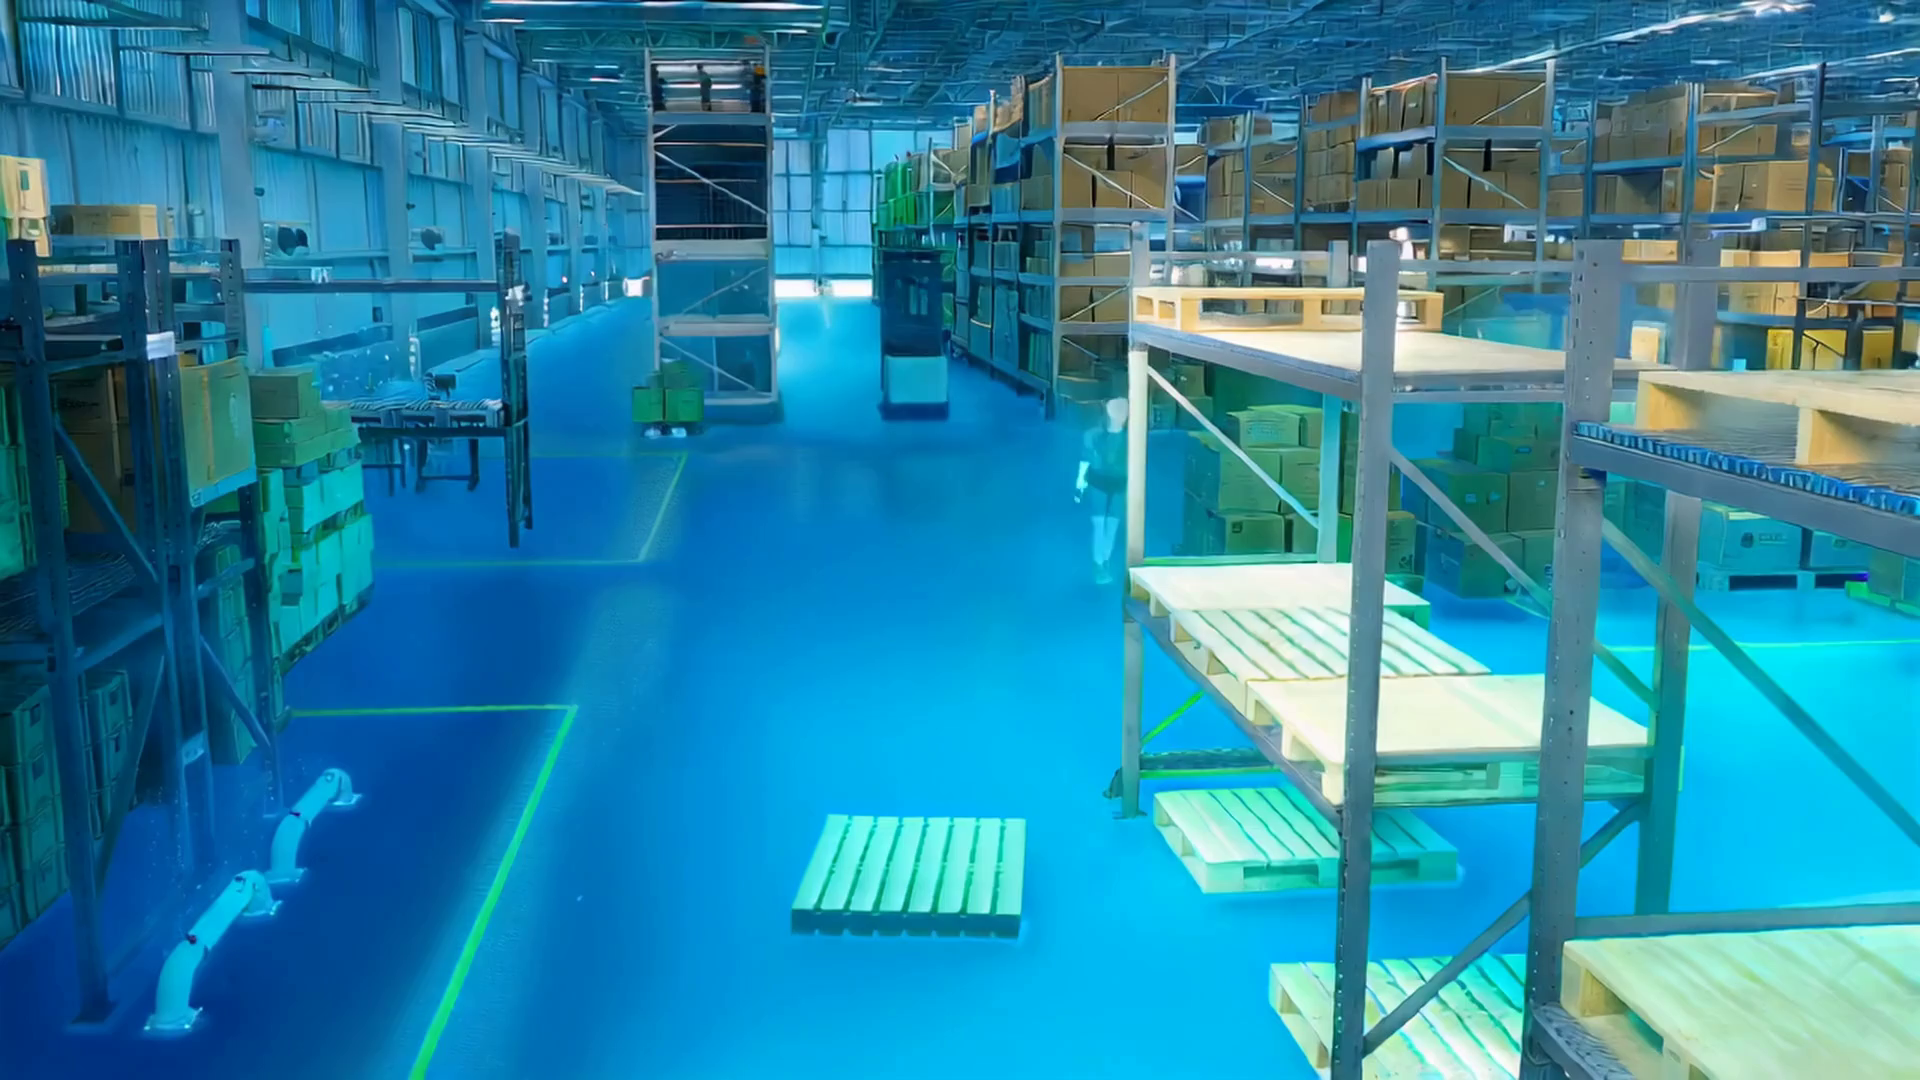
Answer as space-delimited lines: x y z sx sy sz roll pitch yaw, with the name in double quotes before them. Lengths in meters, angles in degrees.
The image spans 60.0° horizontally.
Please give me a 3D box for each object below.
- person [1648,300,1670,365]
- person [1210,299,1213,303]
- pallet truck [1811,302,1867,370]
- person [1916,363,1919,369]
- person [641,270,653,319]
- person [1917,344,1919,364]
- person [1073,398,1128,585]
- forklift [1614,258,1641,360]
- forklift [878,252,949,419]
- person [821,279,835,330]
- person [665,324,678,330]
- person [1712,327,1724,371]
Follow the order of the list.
"person" 12.975 -3.540 31.201 0.540 1.921 0.751 -6 12 -29
"person" 9.114 -8.948 61.422 0.566 1.834 0.555 0 10 -2
"pallet truck" 15.846 -3.142 28.793 1.885 1.965 0.823 2 10 12
"person" 11.992 -1.581 20.399 0.561 1.914 0.784 7 12 34
"person" -12.078 -9.523 64.450 0.402 1.895 0.653 8 13 39
"person" 15.941 -2.707 27.270 0.642 1.670 0.538 -4 11 -20
"person" 1.323 -0.434 14.744 0.590 1.641 0.808 -1 10 -6
"forklift" 7.371 -1.844 19.150 1.873 2.768 1.129 -1 10 -6
"forklift" -0.800 -3.535 28.521 1.129 2.768 1.873 -1 10 -6
"person" -4.419 -7.909 55.936 0.513 1.727 0.395 -4 11 -21
"person" -8.758 -6.995 50.476 0.681 1.865 0.915 -5 11 -25
"person" 12.874 -3.029 28.729 0.624 1.803 0.947 -1 10 -5
